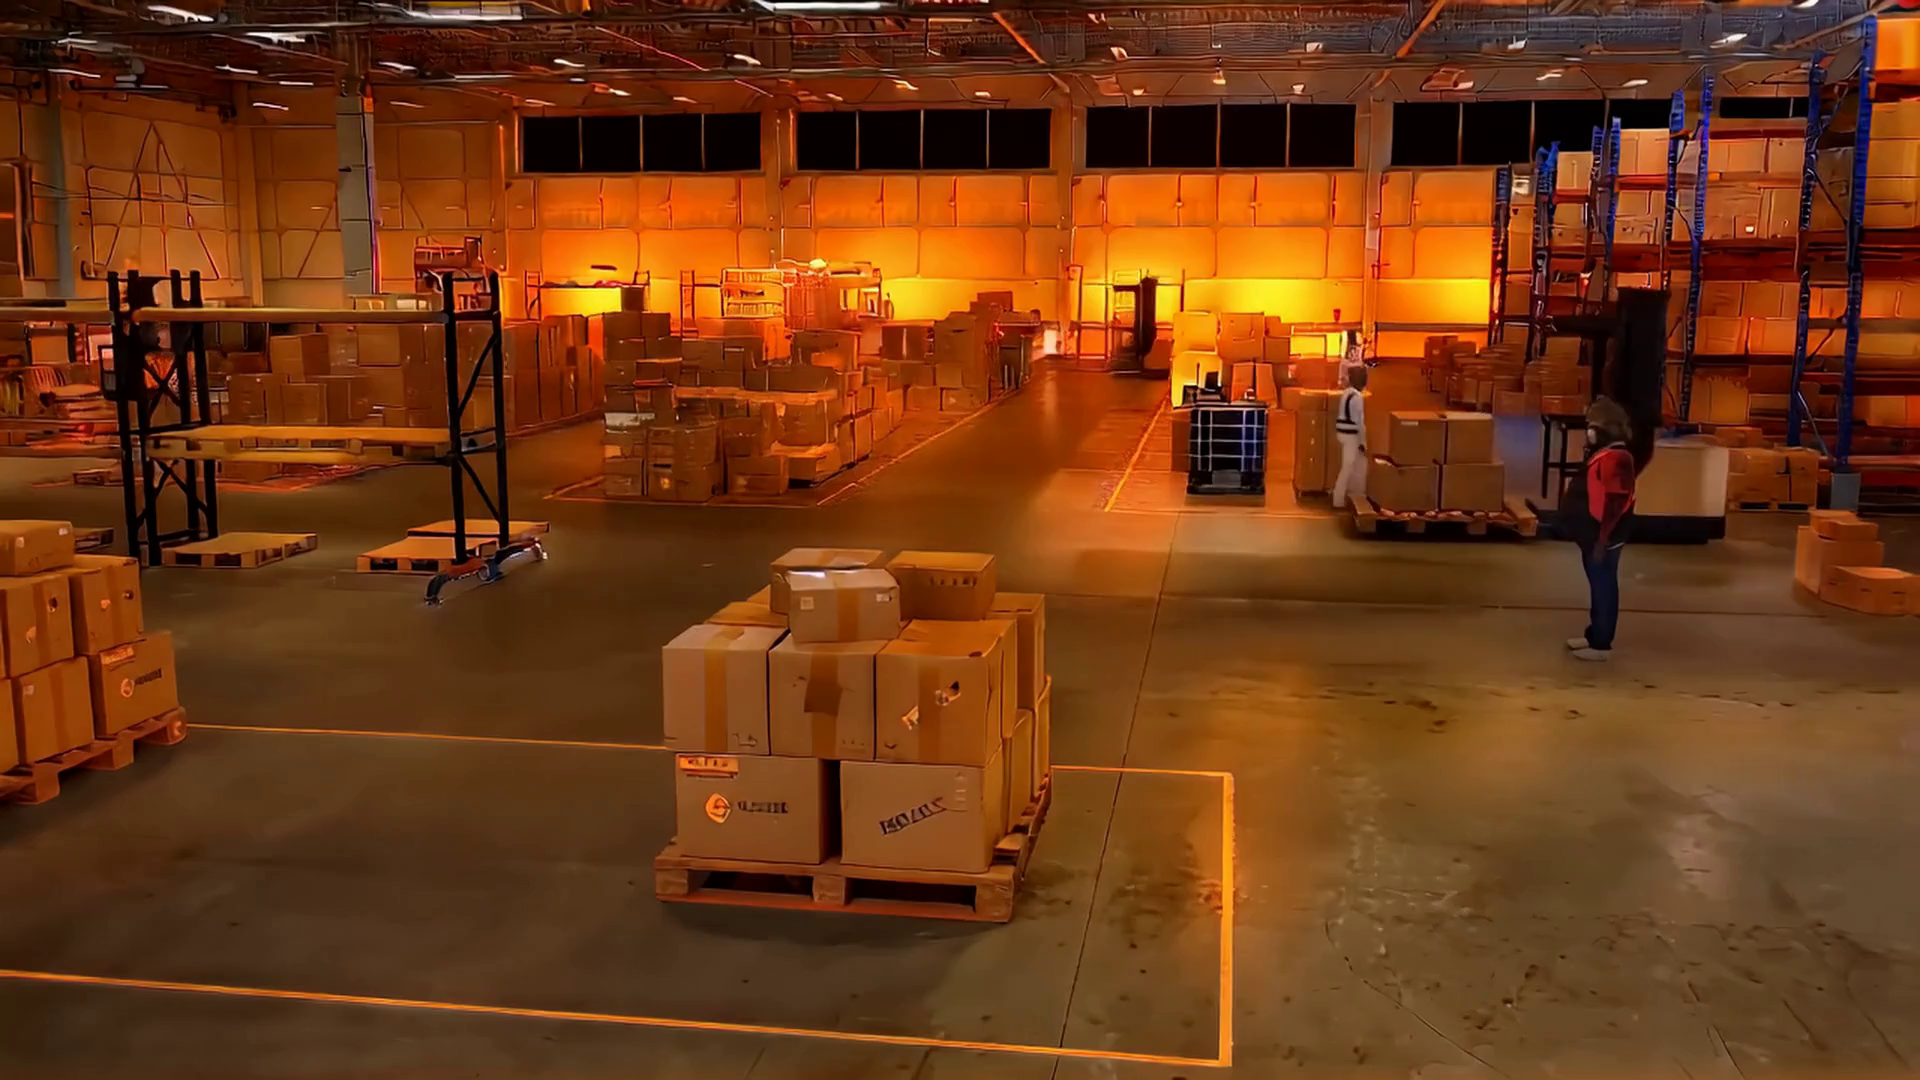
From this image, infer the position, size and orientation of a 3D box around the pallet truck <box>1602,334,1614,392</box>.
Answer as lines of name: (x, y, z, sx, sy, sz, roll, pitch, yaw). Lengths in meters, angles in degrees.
pallet truck: (11.253, -2.573, 28.499, 0.823, 1.965, 1.885, 5, 10, 27)

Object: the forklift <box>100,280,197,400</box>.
forklift: (-19.095, -4.717, 39.004, 1.873, 2.768, 1.129, -1, 9, -6)

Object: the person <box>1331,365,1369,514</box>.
person: (4.928, -1.237, 20.669, 0.652, 1.858, 0.604, 0, 9, -2)

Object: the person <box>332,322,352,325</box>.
person: (-17.391, -5.468, 46.760, 0.746, 1.873, 1.045, -8, 12, -40)

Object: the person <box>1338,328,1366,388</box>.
person: (7.705, -3.210, 32.706, 0.385, 1.911, 0.592, -8, 12, -40)

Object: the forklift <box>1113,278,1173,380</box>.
forklift: (5.229, -5.832, 45.882, 1.873, 2.768, 1.129, 1, 9, 9)

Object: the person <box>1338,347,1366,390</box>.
person: (7.202, -2.731, 30.587, 0.530, 1.626, 0.437, -2, 9, -10)

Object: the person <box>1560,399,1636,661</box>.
person: (4.974, -0.084, 13.015, 0.537, 2.000, 0.682, 3, 10, 17)

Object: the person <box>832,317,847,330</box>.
person: (-2.871, -4.391, 39.932, 0.651, 1.925, 0.613, 3, 10, 18)

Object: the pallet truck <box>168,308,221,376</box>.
pallet truck: (-21.869, -5.598, 47.154, 0.823, 1.965, 1.885, 4, 10, 26)

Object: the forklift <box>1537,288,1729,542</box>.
forklift: (7.631, -1.443, 18.816, 1.873, 2.768, 1.129, 1, 9, 9)

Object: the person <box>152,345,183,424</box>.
person: (-15.035, -2.885, 31.544, 0.543, 1.623, 0.379, -1, 9, -8)

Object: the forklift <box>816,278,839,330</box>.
forklift: (-3.343, -5.245, 42.263, 1.873, 2.768, 1.129, 1, 9, 9)
